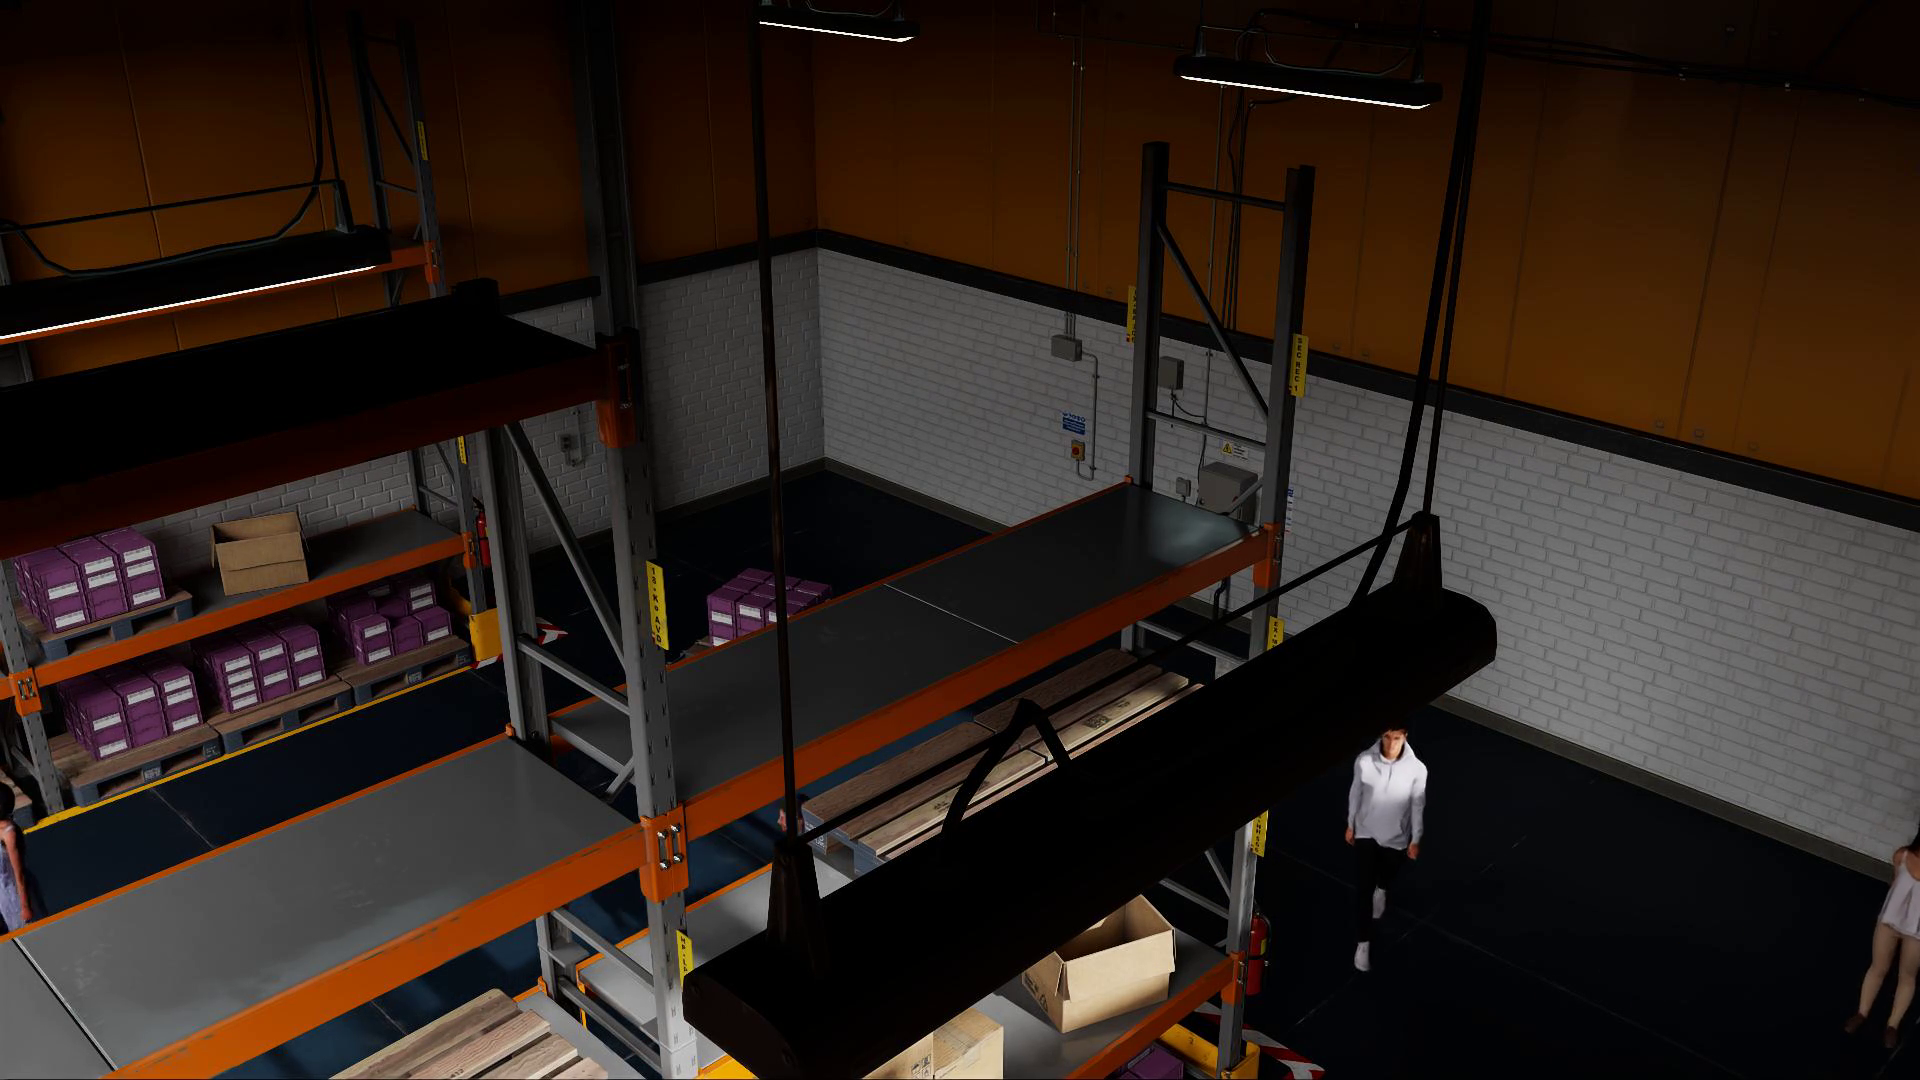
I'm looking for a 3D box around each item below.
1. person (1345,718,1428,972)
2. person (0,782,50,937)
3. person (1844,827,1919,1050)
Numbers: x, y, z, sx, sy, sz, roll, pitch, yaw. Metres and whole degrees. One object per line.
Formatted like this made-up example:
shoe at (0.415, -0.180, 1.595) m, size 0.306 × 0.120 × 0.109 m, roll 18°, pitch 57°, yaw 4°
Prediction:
person at (3.033, 2.046, 11.902) m, size 1.092 × 1.893 × 1.313 m, roll 6°, pitch 24°, yaw 13°
person at (-6.401, 2.384, 11.405) m, size 0.723 × 1.671 × 1.115 m, roll 15°, pitch 28°, yaw 30°
person at (6.281, 2.553, 11.048) m, size 0.532 × 1.648 × 0.666 m, roll -22°, pitch 32°, yaw -40°
